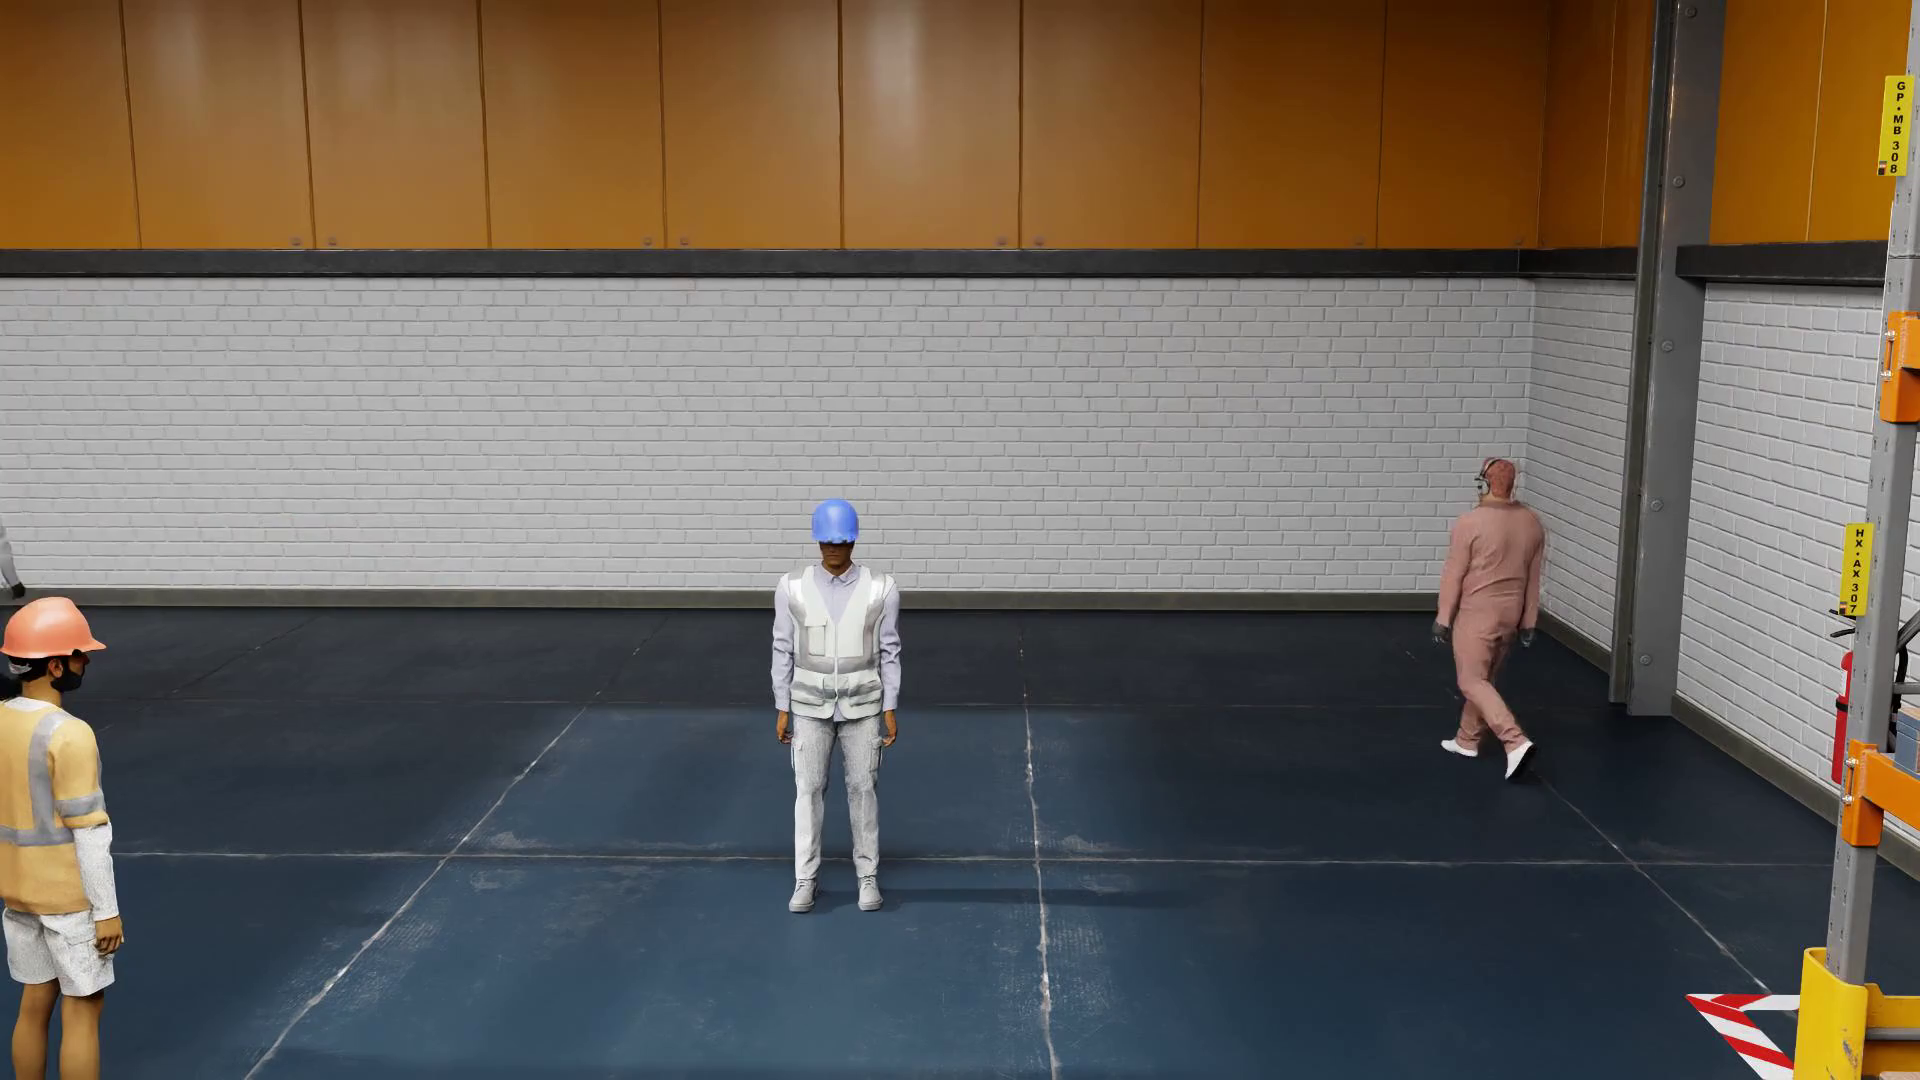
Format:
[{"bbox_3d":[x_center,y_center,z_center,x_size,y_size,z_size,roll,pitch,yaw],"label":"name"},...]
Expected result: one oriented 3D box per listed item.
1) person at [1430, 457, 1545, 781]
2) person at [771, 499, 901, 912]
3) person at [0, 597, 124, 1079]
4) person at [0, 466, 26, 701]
[{"bbox_3d":[3.160,0.455,9.831,0.639,1.881,0.849,-5,11,-26],"label":"person"},{"bbox_3d":[-0.573,0.768,7.756,0.605,1.946,0.396,-1,9,-3],"label":"person"},{"bbox_3d":[-2.972,1.145,5.524,0.552,1.934,0.373,5,11,28],"label":"person"},{"bbox_3d":[-6.451,0.257,11.010,0.546,1.878,0.945,4,10,21],"label":"person"}]
